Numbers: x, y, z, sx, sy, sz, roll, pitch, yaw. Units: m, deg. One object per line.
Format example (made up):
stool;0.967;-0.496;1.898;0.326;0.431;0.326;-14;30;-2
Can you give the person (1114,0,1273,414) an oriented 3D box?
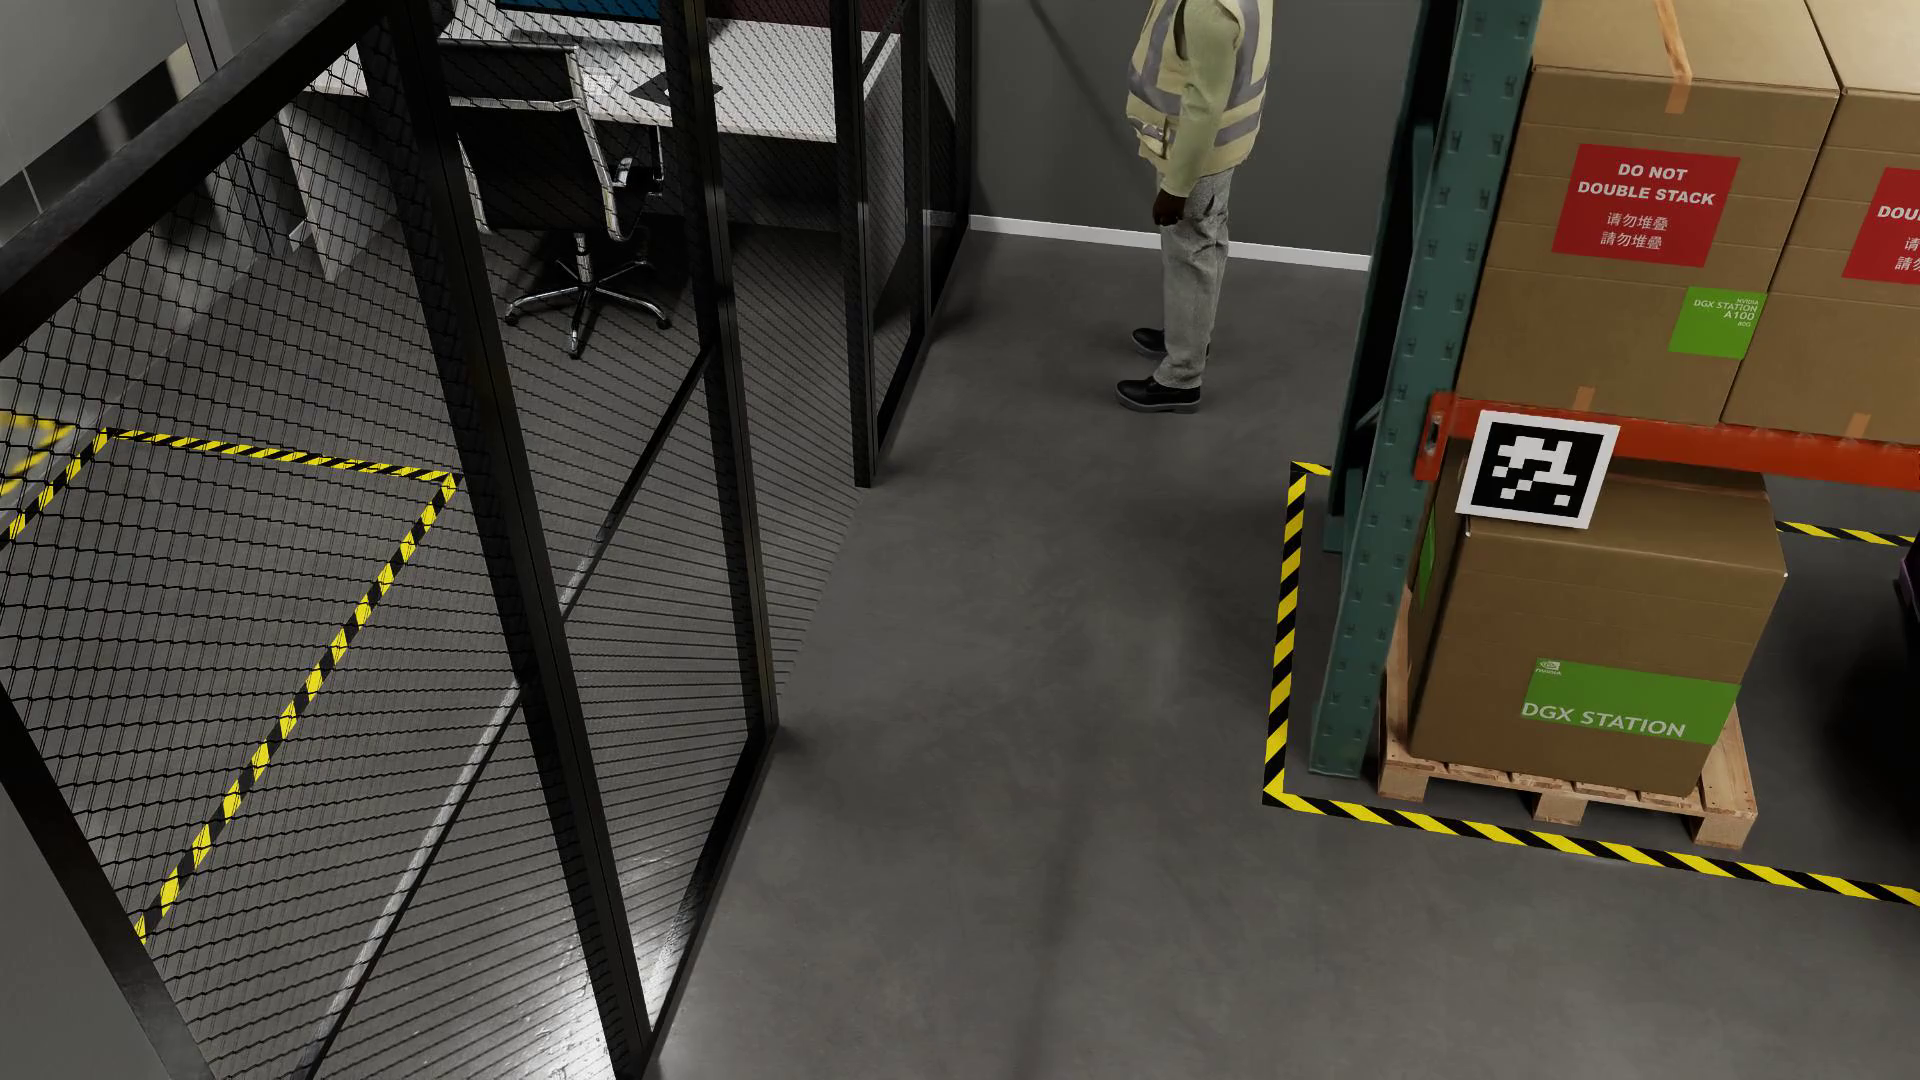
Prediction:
person;0.692;-1.214;4.974;0.403;1.834;0.588;11;42;12
